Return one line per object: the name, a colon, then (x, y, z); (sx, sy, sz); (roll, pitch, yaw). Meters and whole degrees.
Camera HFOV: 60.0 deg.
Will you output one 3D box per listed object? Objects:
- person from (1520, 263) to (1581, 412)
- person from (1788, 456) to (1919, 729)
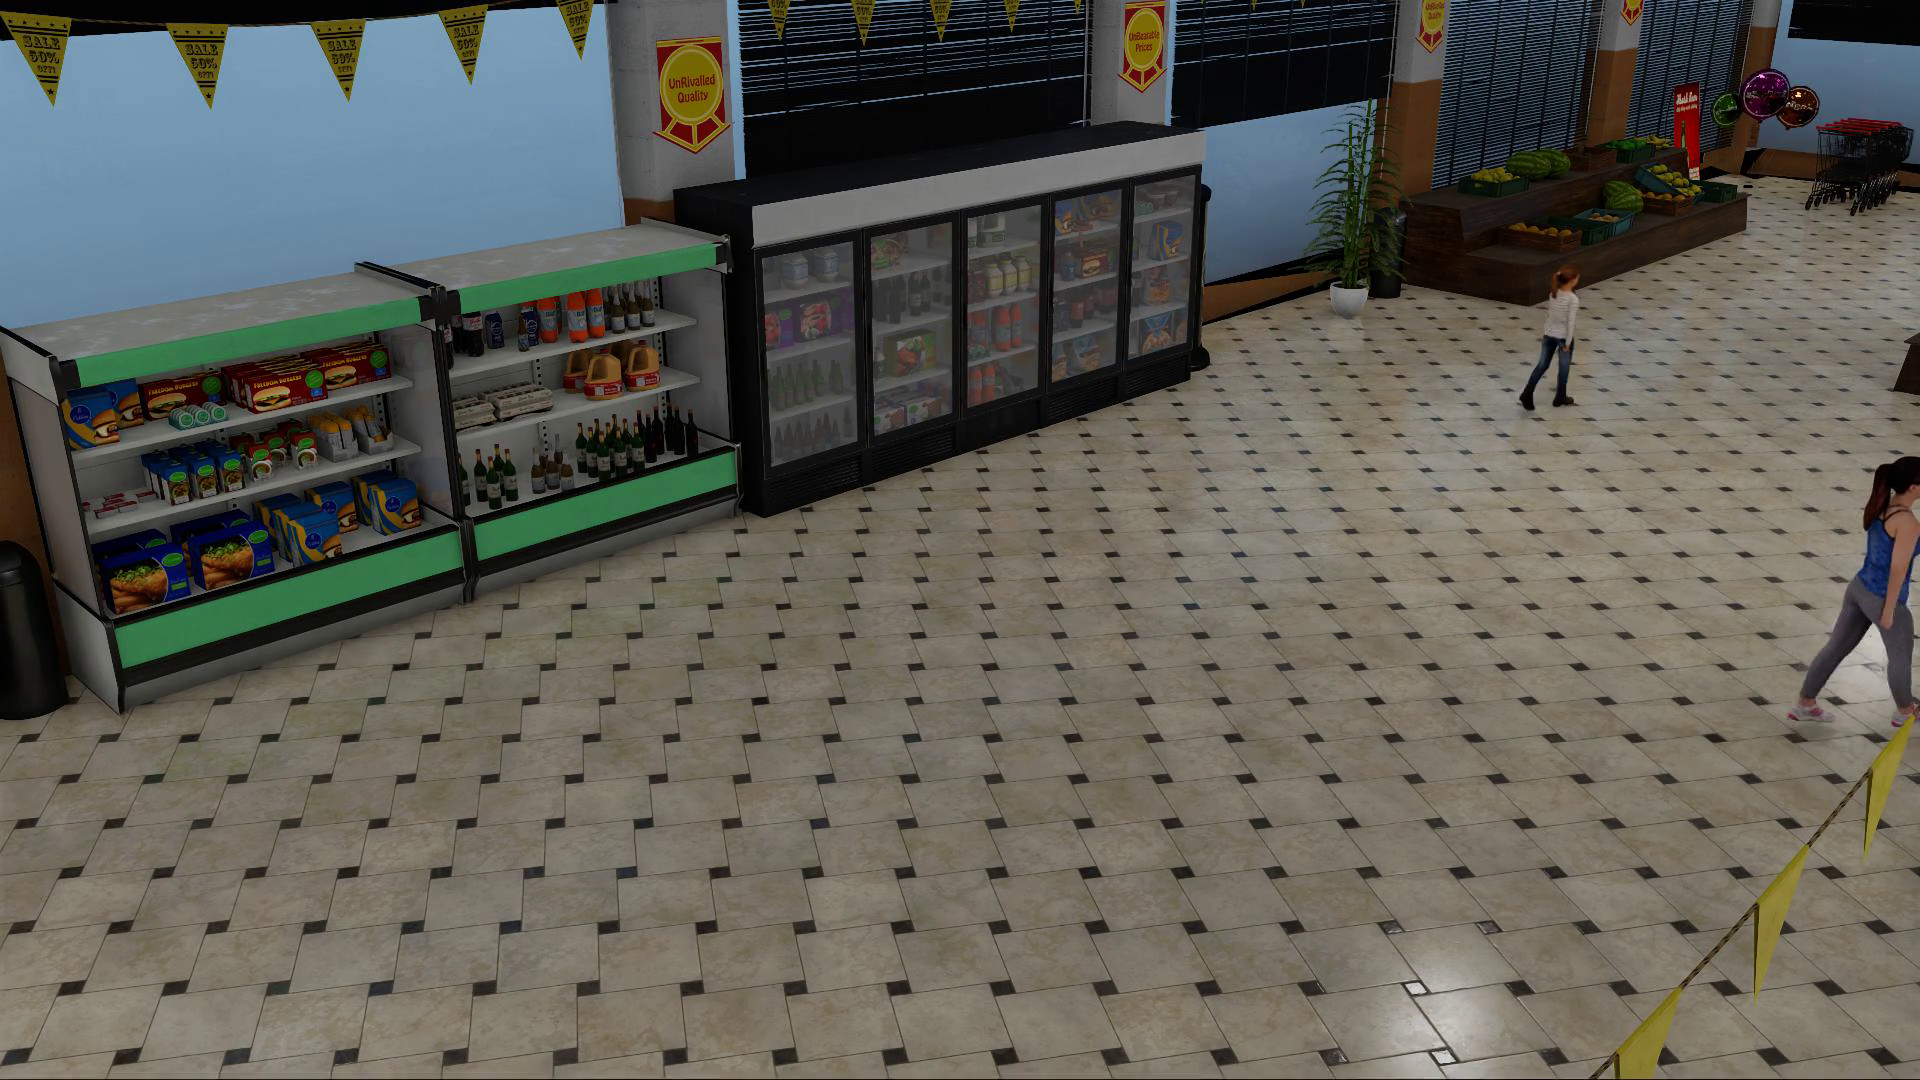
person: (5.148, -1.744, 14.477); (0.926, 1.295, 0.597); (-14, 26, -31)
person: (4.872, 0.324, 8.961); (1.073, 1.570, 1.002); (0, 22, -1)
